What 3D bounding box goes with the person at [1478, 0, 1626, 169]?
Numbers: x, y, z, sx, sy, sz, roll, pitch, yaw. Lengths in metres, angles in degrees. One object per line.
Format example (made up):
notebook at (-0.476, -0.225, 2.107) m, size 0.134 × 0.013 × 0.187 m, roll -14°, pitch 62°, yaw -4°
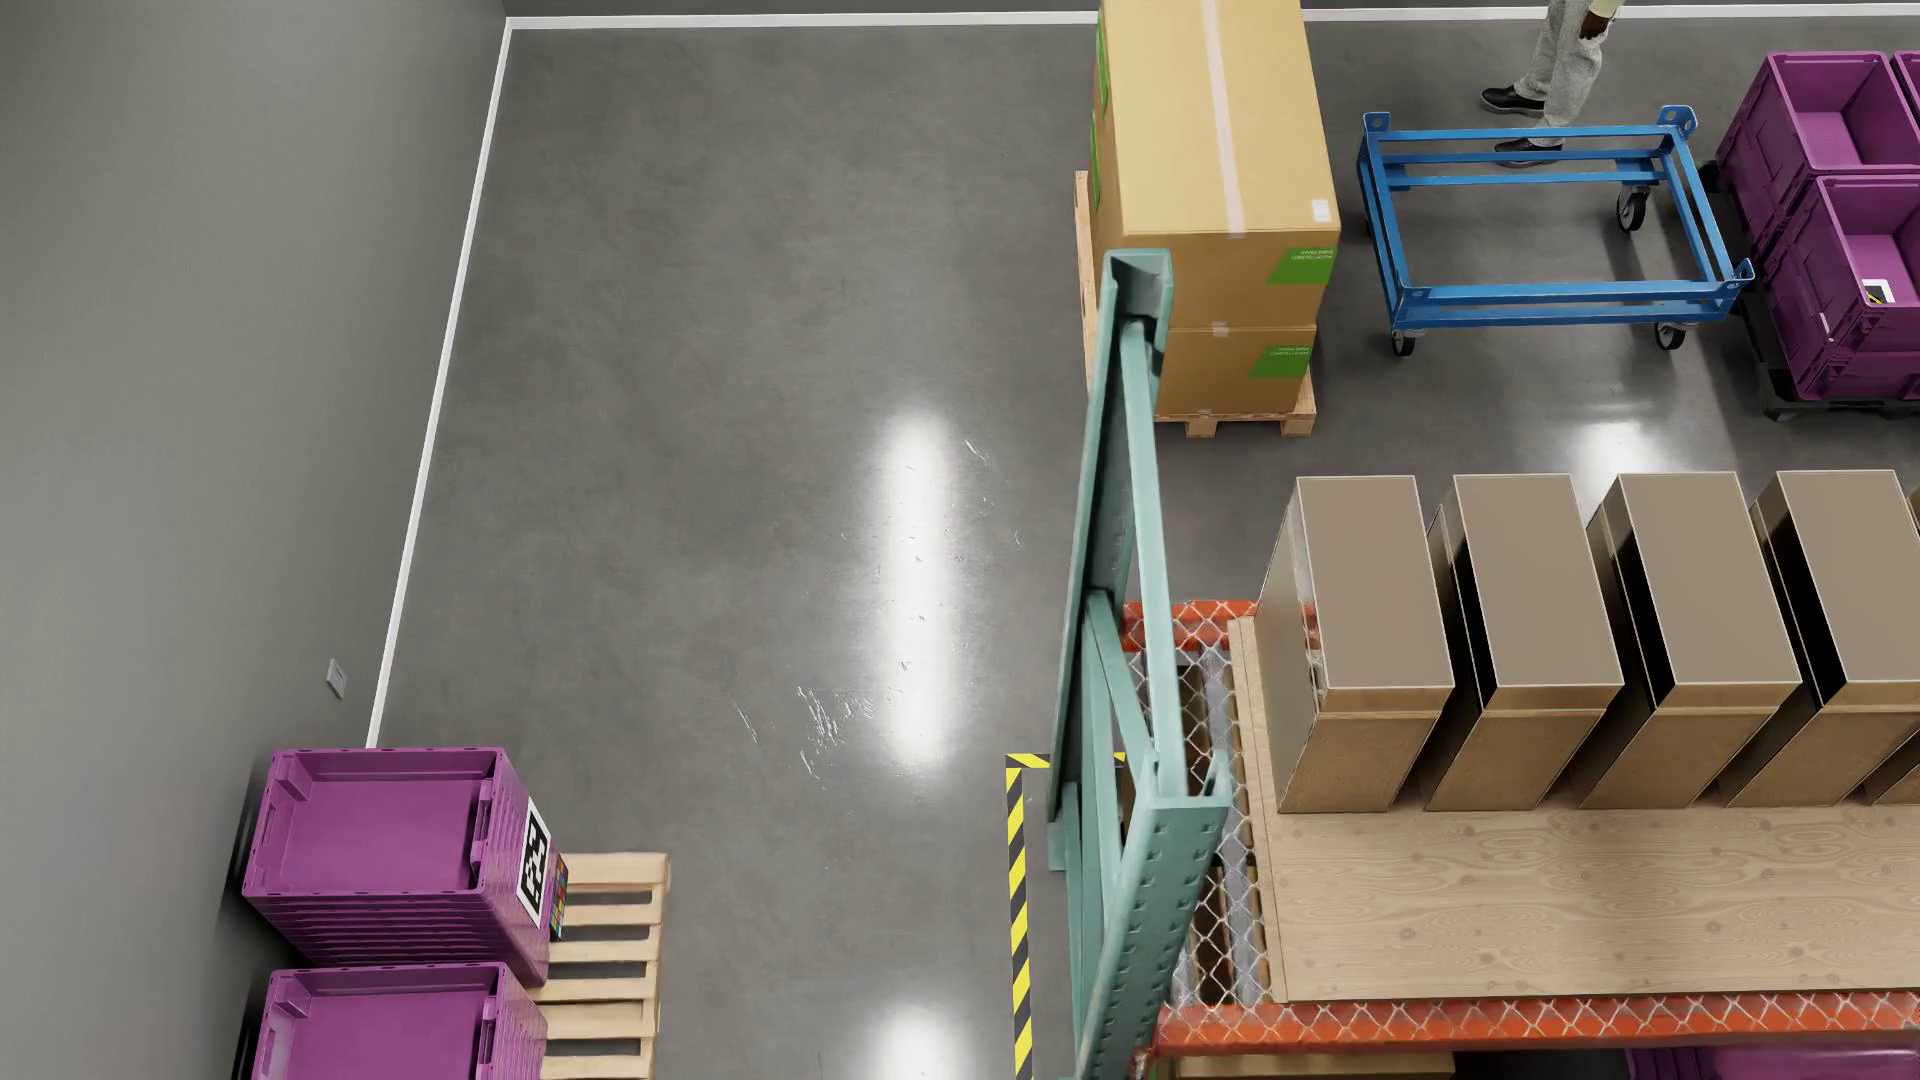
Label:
person at (2.313, -2.144, 6.077) m, size 0.404 × 1.835 × 0.589 m, roll 4°, pitch 58°, yaw 2°
